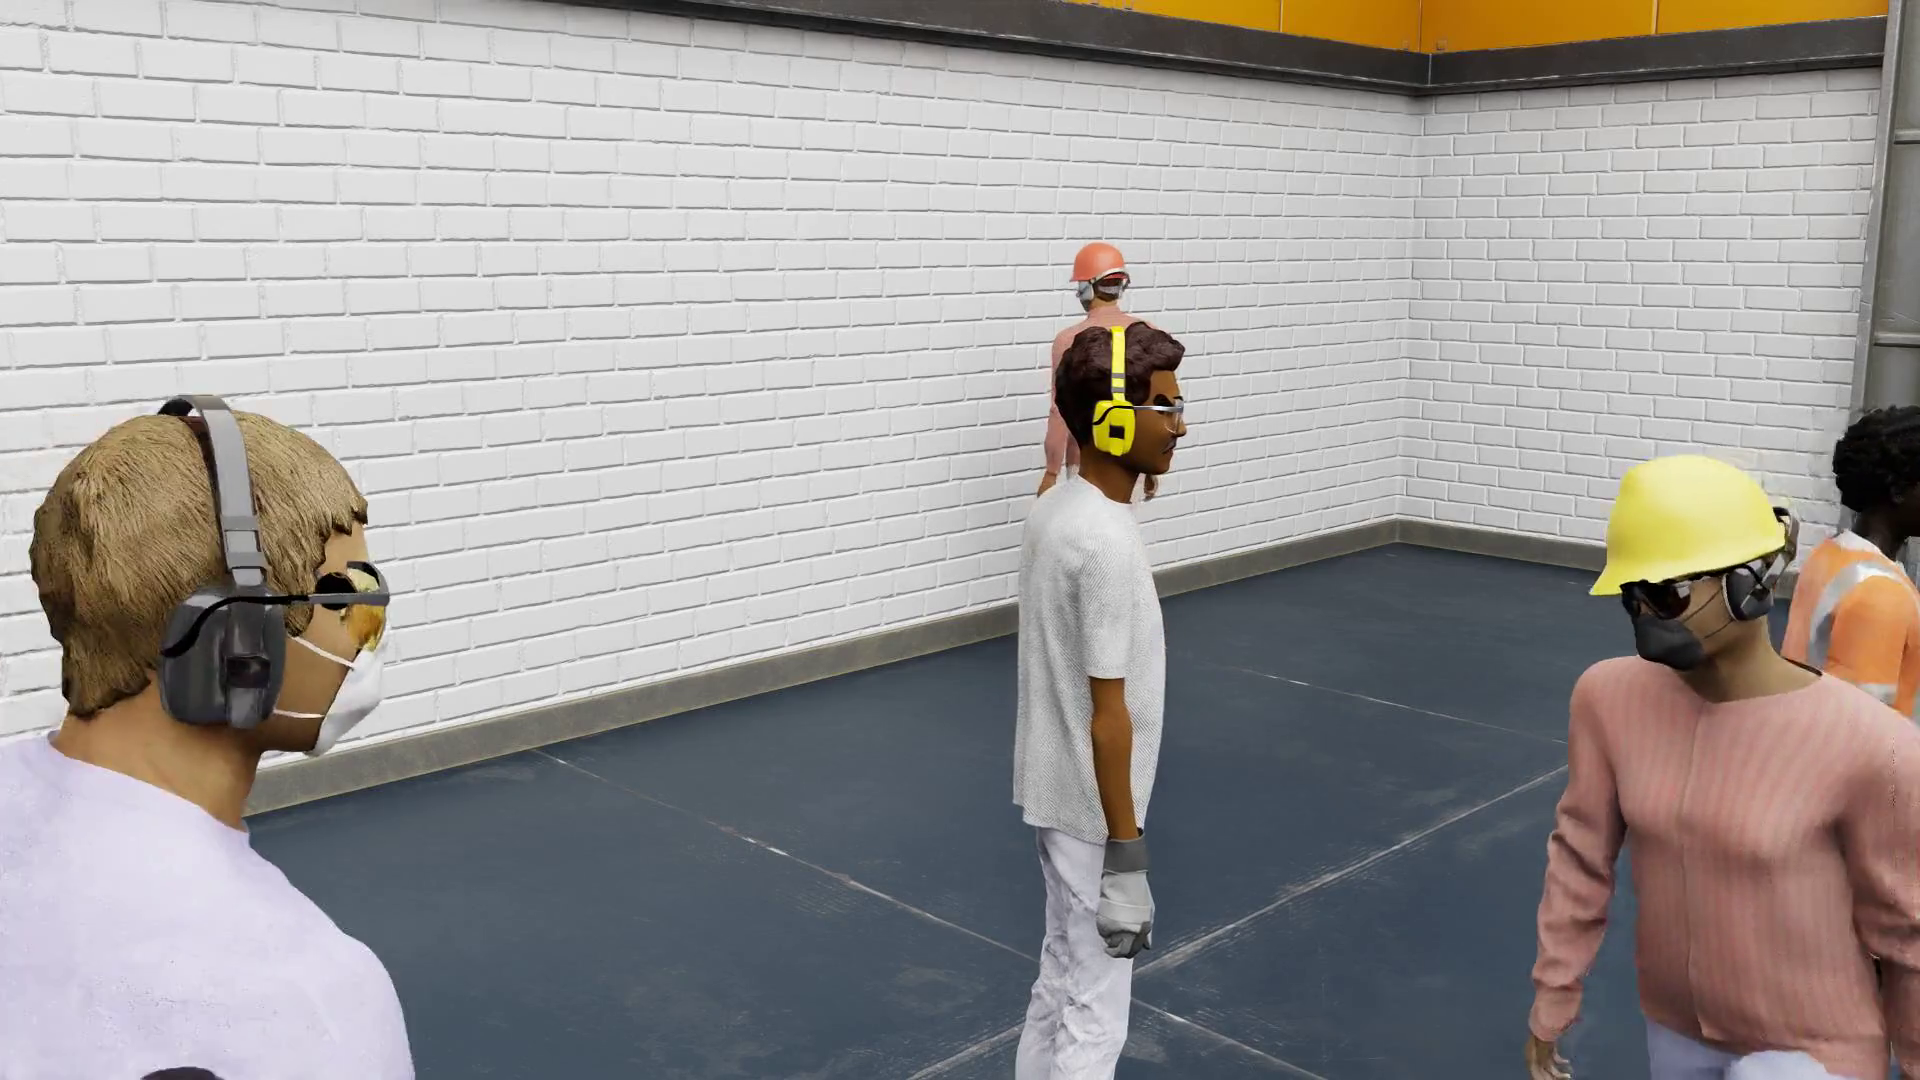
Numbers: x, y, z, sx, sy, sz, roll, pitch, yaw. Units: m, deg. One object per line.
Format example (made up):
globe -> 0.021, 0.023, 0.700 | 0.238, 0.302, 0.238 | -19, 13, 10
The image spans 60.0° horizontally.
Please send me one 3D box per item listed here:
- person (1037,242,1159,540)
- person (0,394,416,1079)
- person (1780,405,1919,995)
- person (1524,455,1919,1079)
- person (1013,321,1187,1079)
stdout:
person -> 0.658, -0.369, 7.684 | 0.630, 1.991, 0.400 | -7, 12, -33
person -> -0.559, 0.829, 1.398 | 0.645, 1.899, 0.890 | 10, 14, 44
person -> 1.839, 0.550, 3.501 | 0.382, 1.683, 0.528 | 3, 11, 15
person -> 1.104, 0.733, 2.413 | 0.804, 1.719, 0.545 | -6, 12, -30
person -> 0.259, 0.533, 3.132 | 0.310, 1.860, 0.533 | -2, 11, -9
